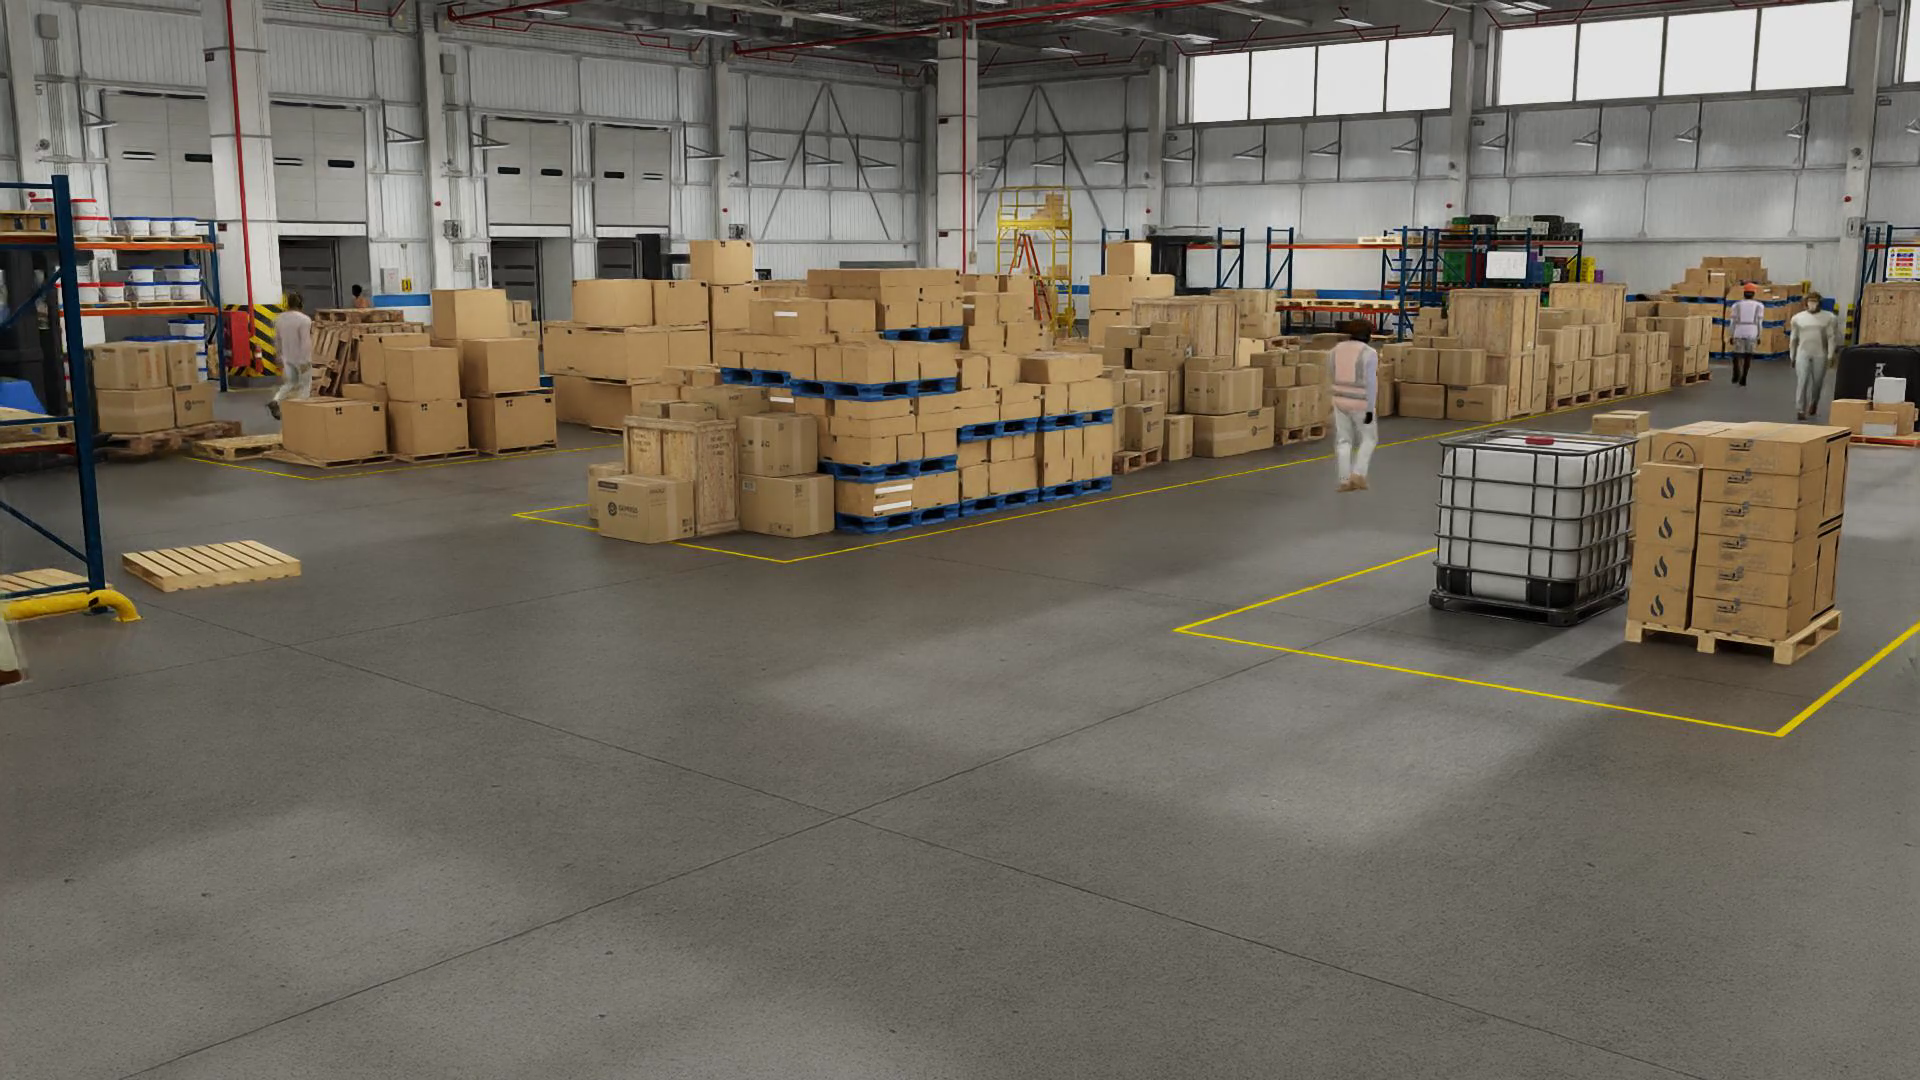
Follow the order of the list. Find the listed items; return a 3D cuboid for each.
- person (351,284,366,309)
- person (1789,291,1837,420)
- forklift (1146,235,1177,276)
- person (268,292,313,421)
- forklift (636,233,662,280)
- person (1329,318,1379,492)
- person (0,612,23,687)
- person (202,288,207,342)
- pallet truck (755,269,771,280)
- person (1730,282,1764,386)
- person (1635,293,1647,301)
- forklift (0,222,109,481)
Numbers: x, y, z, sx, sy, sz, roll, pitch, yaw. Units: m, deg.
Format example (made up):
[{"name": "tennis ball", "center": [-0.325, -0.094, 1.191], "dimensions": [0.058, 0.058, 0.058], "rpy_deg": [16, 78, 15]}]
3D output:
[{"name": "person", "center": [-14.566, -5.391, 40.494], "dimensions": [0.672, 1.678, 0.544], "rpy_deg": [-9, 13, -41]}, {"name": "person", "center": [12.713, -2.759, 24.840], "dimensions": [0.632, 1.919, 0.831], "rpy_deg": [5, 11, 25]}, {"name": "forklift", "center": [4.546, -5.511, 37.772], "dimensions": [1.873, 2.768, 1.129], "rpy_deg": [7, 12, 34]}, {"name": "person", "center": [-9.689, -2.625, 24.100], "dimensions": [0.636, 1.916, 0.689], "rpy_deg": [4, 11, 22]}, {"name": "forklift", "center": [-6.040, -4.600, 32.585], "dimensions": [1.873, 2.768, 1.129], "rpy_deg": [-3, 10, -15]}, {"name": "person", "center": [4.135, -1.399, 17.388], "dimensions": [0.465, 1.822, 0.623], "rpy_deg": [-8, 13, -40]}, {"name": "person", "center": [-5.828, -0.017, 9.447], "dimensions": [0.800, 1.836, 0.556], "rpy_deg": [-7, 12, -33]}, {"name": "person", "center": [-15.876, -4.415, 34.415], "dimensions": [0.984, 1.880, 0.594], "rpy_deg": [-8, 13, -39]}, {"name": "pallet truck", "center": [-4.996, -6.432, 45.525], "dimensions": [1.885, 1.965, 0.823], "rpy_deg": [-6, 12, -32]}, {"name": "person", "center": [14.587, -3.823, 30.877], "dimensions": [0.552, 1.921, 0.398], "rpy_deg": [4, 11, 23]}, {"name": "person", "center": [13.708, -4.097, 33.208], "dimensions": [0.862, 1.654, 0.525], "rpy_deg": [5, 11, 26]}, {"name": "forklift", "center": [-10.788, -2.147, 18.614], "dimensions": [1.129, 2.768, 1.873], "rpy_deg": [2, 10, 11]}]
